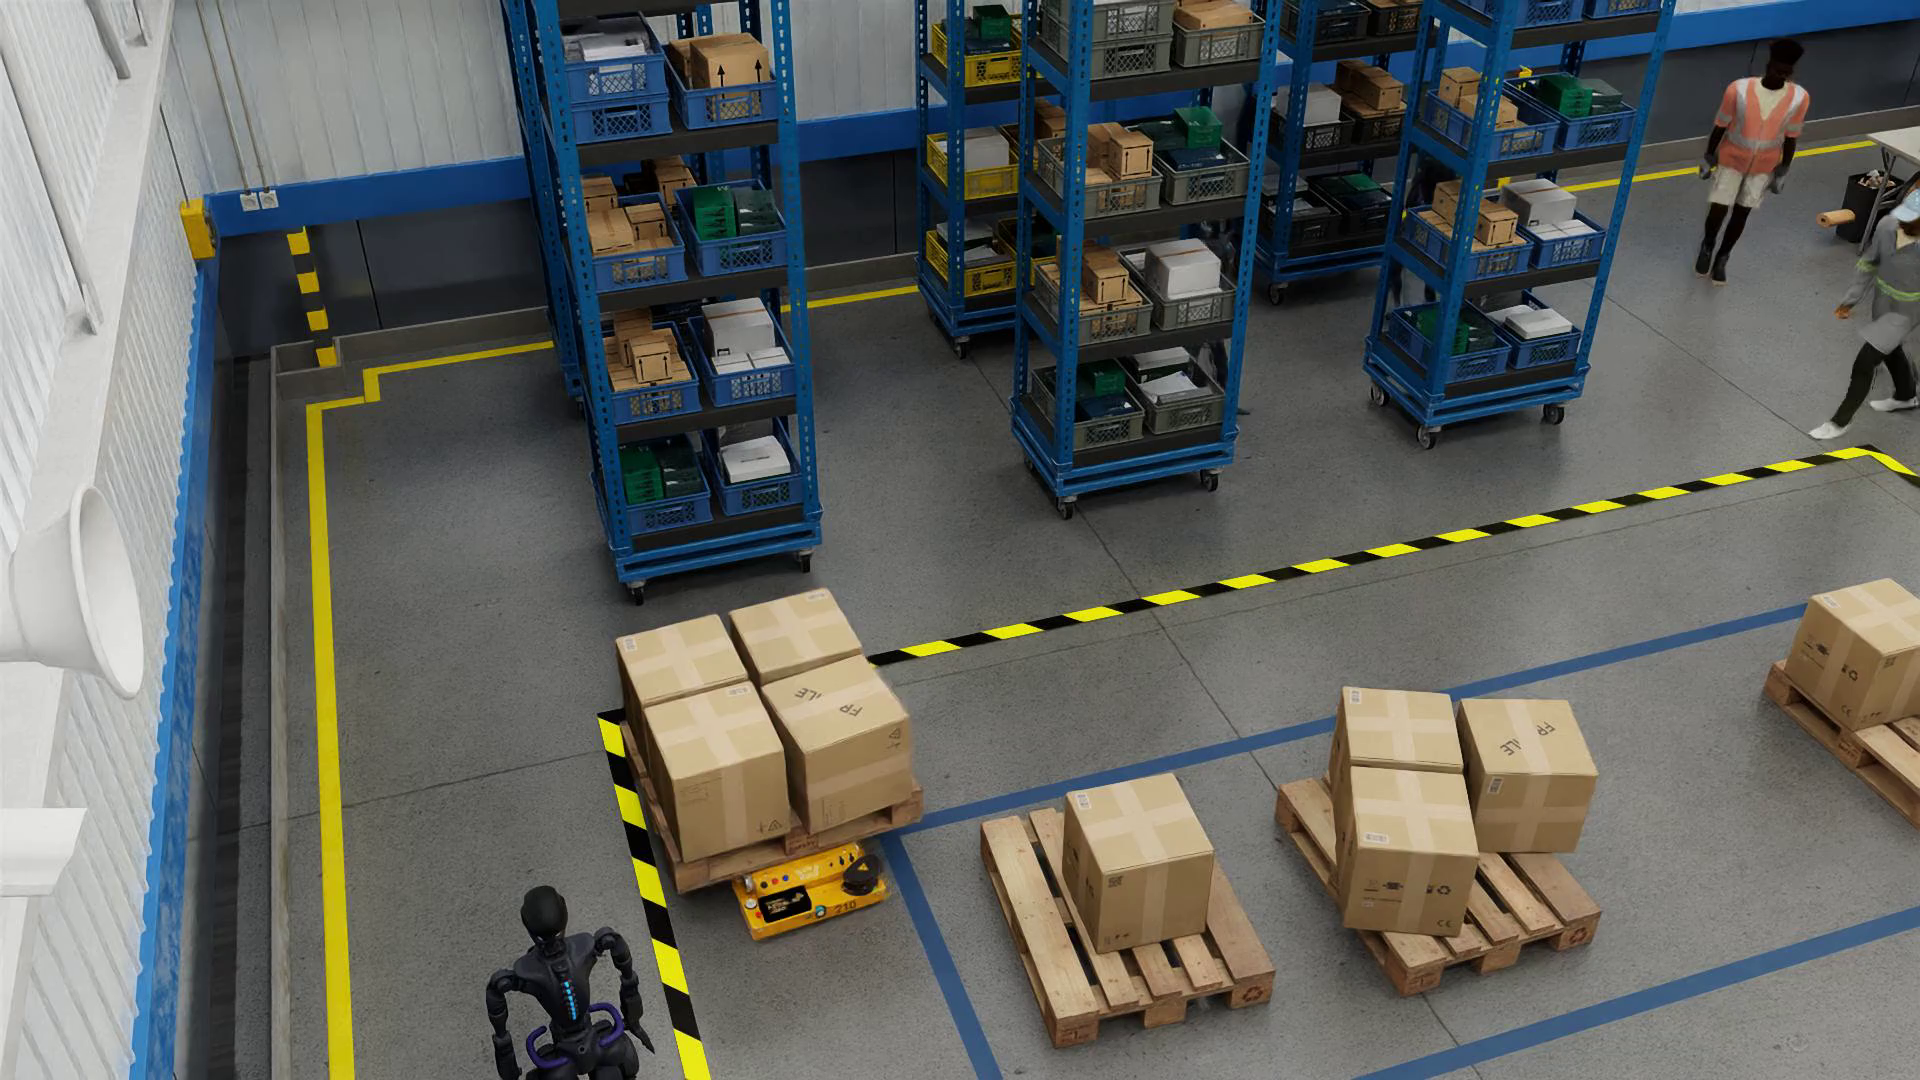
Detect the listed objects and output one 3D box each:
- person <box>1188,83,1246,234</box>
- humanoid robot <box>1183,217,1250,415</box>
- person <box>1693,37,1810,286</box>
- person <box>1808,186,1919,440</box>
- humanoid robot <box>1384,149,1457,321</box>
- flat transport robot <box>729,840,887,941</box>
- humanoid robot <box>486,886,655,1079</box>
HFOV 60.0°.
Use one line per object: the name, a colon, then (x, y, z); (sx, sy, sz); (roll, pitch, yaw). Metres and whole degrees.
person: (1.864, -2.788, 12.559); (0.360, 1.939, 0.634); (25, 42, 31)
humanoid robot: (1.672, -1.487, 10.957); (0.625, 1.634, 0.616); (18, 39, 23)
person: (5.988, -2.856, 12.644); (0.634, 1.947, 0.432); (9, 36, 13)
person: (6.186, -1.504, 10.874); (0.889, 1.793, 0.608); (-5, 35, -7)
humanoid robot: (3.379, -2.266, 12.047); (0.448, 1.650, 0.587); (-8, 36, -12)
flat transport robot: (-0.919, 1.307, 8.178); (0.652, 0.197, 1.431); (-14, 37, -19)
humanoid robot: (-1.420, 1.902, 6.123); (0.599, 1.657, 0.315); (-18, 39, -24)
